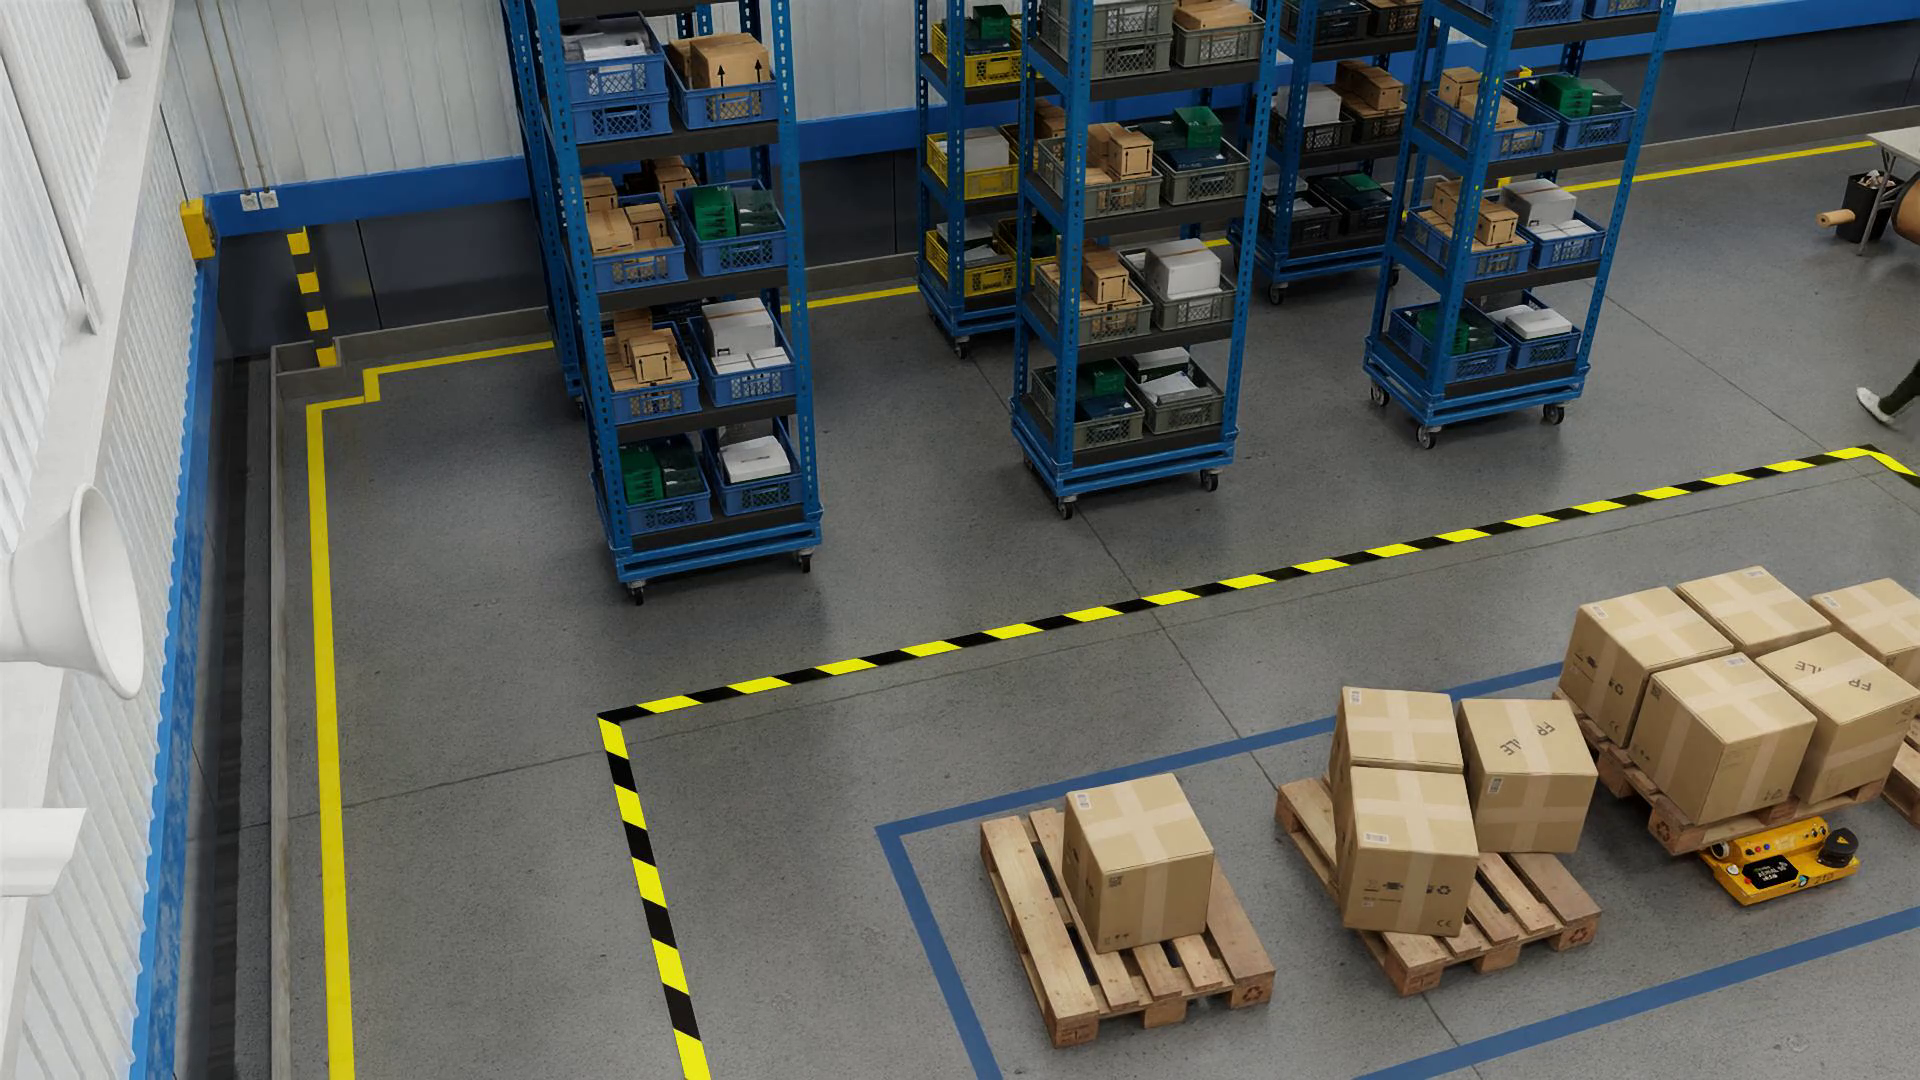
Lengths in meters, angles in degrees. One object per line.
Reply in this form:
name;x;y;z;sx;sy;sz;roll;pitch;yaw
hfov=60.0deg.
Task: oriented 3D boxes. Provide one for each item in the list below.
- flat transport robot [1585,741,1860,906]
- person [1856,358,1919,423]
flat transport robot;3.738;1.188;8.347;0.652;0.197;1.431;-11;37;-15
person;6.504;-1.444;10.764;0.600;1.812;0.903;-13;37;-18
